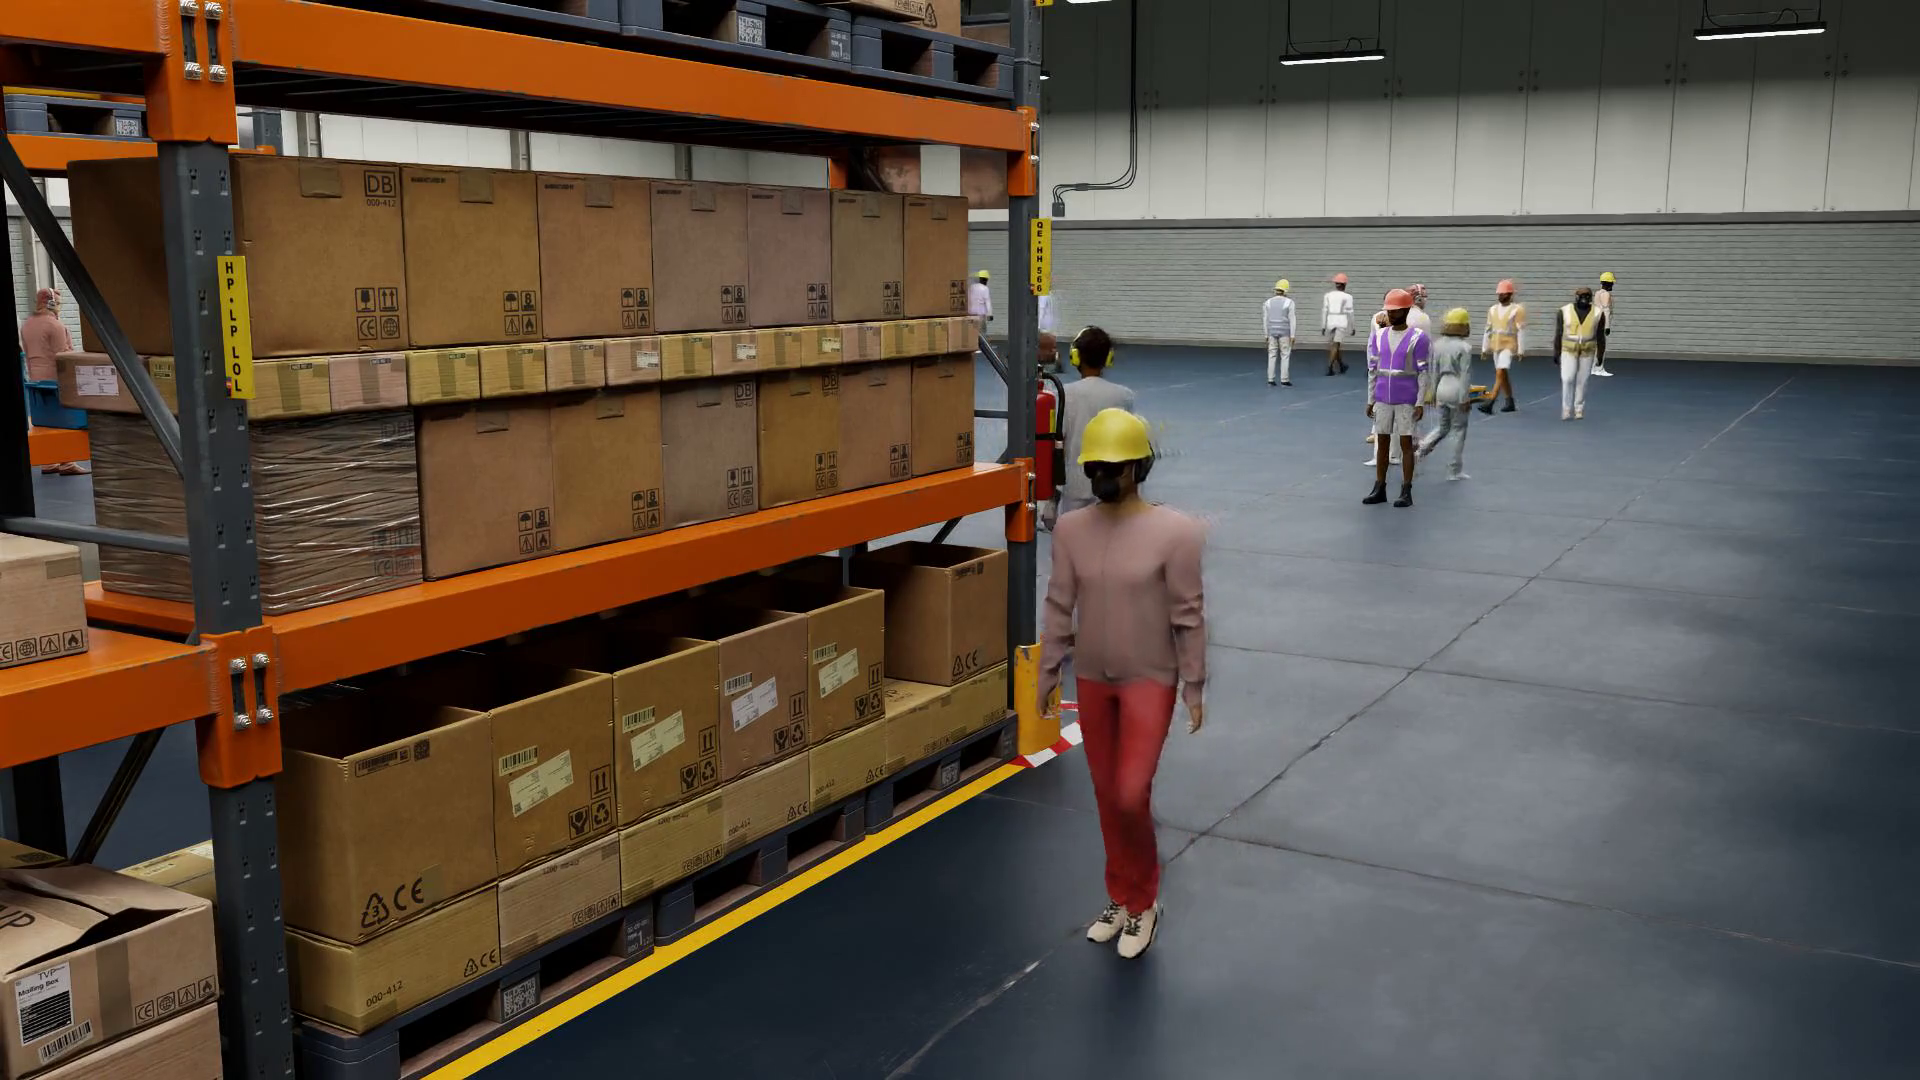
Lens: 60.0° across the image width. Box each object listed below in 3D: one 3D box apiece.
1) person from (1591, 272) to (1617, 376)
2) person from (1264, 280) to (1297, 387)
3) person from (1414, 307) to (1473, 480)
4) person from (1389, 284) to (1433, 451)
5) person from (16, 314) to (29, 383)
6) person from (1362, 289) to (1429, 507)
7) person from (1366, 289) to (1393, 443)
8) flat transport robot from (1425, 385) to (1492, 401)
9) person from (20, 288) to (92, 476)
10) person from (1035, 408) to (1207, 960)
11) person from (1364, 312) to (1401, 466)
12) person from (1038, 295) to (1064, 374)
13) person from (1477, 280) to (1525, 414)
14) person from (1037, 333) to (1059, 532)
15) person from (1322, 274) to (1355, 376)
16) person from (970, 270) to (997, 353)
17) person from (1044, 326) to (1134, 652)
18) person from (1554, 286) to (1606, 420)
[{"bbox_3d":[11.991,-4.017,30.993,0.365,1.927,0.588,1,10,3],"label":"person"},{"bbox_3d":[5.461,-3.512,28.395,0.645,1.827,0.404,8,13,40],"label":"person"},{"bbox_3d":[4.836,-1.437,16.476,0.582,1.728,0.488,-5,11,-28],"label":"person"},{"bbox_3d":[5.167,-1.964,19.062,0.438,1.903,0.689,-4,10,-21],"label":"person"},{"bbox_3d":[-10.639,-1.885,18.392,0.362,1.963,0.613,7,12,35],"label":"person"},{"bbox_3d":[3.877,-1.261,14.822,0.552,1.936,0.360,8,12,39],"label":"person"},{"bbox_3d":[5.127,-2.054,19.756,0.631,1.840,0.428,7,12,35],"label":"person"},{"bbox_3d":[7.568,-2.248,25.477,0.652,0.197,1.431,9,13,42],"label":"flat transport robot"},{"bbox_3d":[-9.209,-1.603,16.930,0.640,1.904,0.409,6,11,30],"label":"person"},{"bbox_3d":[0.488,0.459,5.281,0.556,1.748,0.501,7,12,35],"label":"person"},{"bbox_3d":[4.529,-1.592,17.657,0.513,1.635,0.311,-8,13,-41],"label":"person"},{"bbox_3d":[1.526,-4.065,31.396,0.994,1.886,0.565,-1,10,-8],"label":"person"},{"bbox_3d":[7.654,-2.724,23.545,0.980,1.883,0.566,-7,12,-37],"label":"person"},{"bbox_3d":[0.703,-0.854,13.396,0.577,1.616,0.505,1,10,8],"label":"person"},{"bbox_3d":[7.123,-4.030,31.198,0.570,1.879,1.010,8,13,40],"label":"person"},{"bbox_3d":[0.583,-5.265,38.399,0.905,1.885,0.626,-6,11,-31],"label":"person"},{"bbox_3d":[0.692,-0.248,9.180,0.556,1.838,0.724,-2,10,-13],"label":"person"},{"bbox_3d":[8.413,-2.524,22.569,0.654,1.813,0.736,3,10,15],"label":"person"}]
